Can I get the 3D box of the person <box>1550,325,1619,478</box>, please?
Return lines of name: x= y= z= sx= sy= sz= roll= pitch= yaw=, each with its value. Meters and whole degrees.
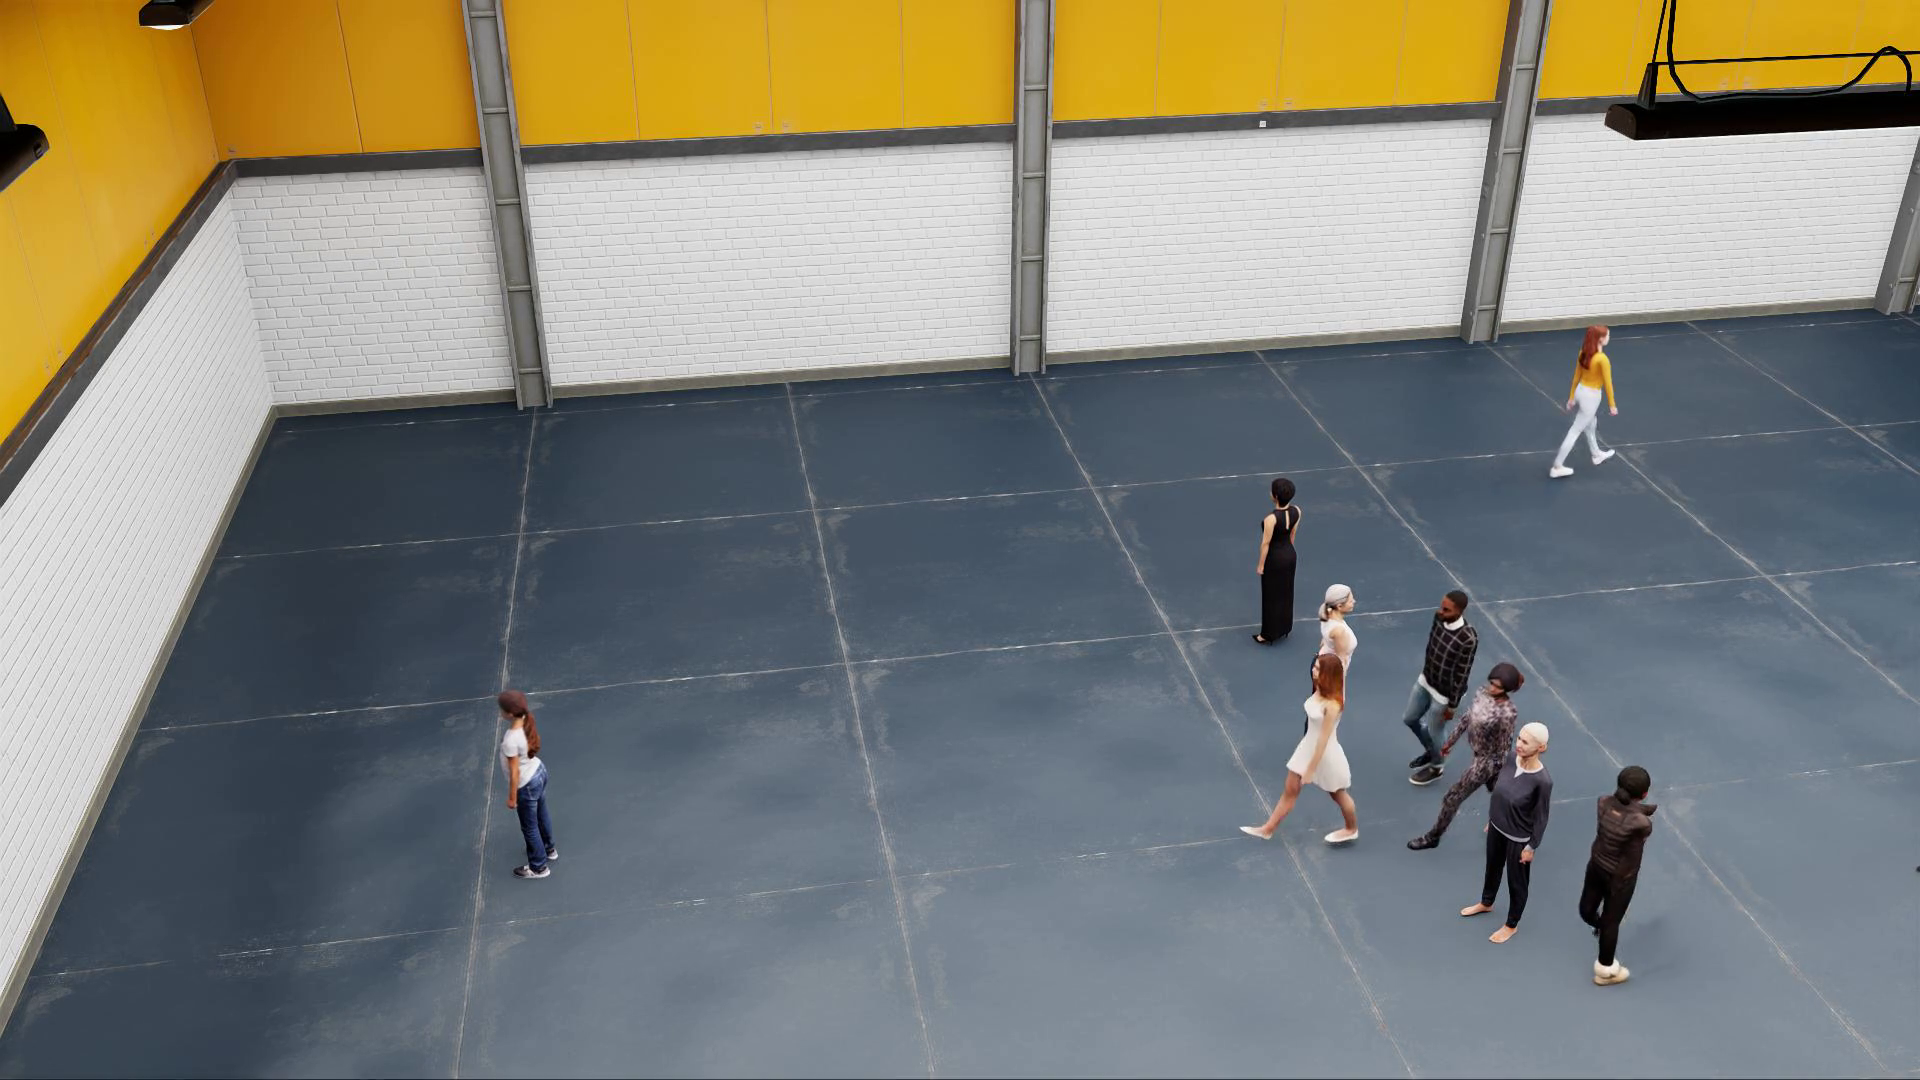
person: x=6.593 y=-1.437 z=17.699 sx=1.096 sy=1.714 sz=0.665 roll=-7 pitch=29 yaw=-13

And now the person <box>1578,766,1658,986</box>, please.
person: x=4.438 y=2.176 z=11.127 sx=0.728 sy=1.664 sz=0.839 roll=-6 pitch=29 yaw=-10

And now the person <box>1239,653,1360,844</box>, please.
person: x=2.740 y=1.589 z=12.211 sx=1.151 sy=1.658 sz=0.630 roll=-3 pitch=29 yaw=-5

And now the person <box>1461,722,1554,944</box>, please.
person: x=3.814 y=1.973 z=11.435 sx=0.607 sy=1.726 sz=0.653 roll=-13 pitch=31 yaw=-22

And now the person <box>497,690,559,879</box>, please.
person: x=-3.138 y=1.738 z=12.034 sx=0.615 sy=1.565 sz=0.602 roll=4 pitch=29 yaw=8

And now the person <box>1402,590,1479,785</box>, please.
person: x=3.829 y=1.134 z=12.898 sx=0.736 sy=1.798 sz=0.749 roll=-9 pitch=30 yaw=-15

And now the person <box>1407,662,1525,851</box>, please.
person: x=3.930 y=1.610 z=12.171 sx=1.211 sy=1.659 sz=0.680 roll=-2 pitch=29 yaw=-3

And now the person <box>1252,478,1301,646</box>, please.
person: x=2.846 y=0.194 z=14.831 sx=0.615 sy=1.598 sz=0.717 roll=-21 pitch=35 yaw=-33

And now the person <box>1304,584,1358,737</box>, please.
person: x=2.887 y=1.094 z=13.071 sx=0.538 sy=1.702 sz=0.601 roll=-3 pitch=29 yaw=-5
